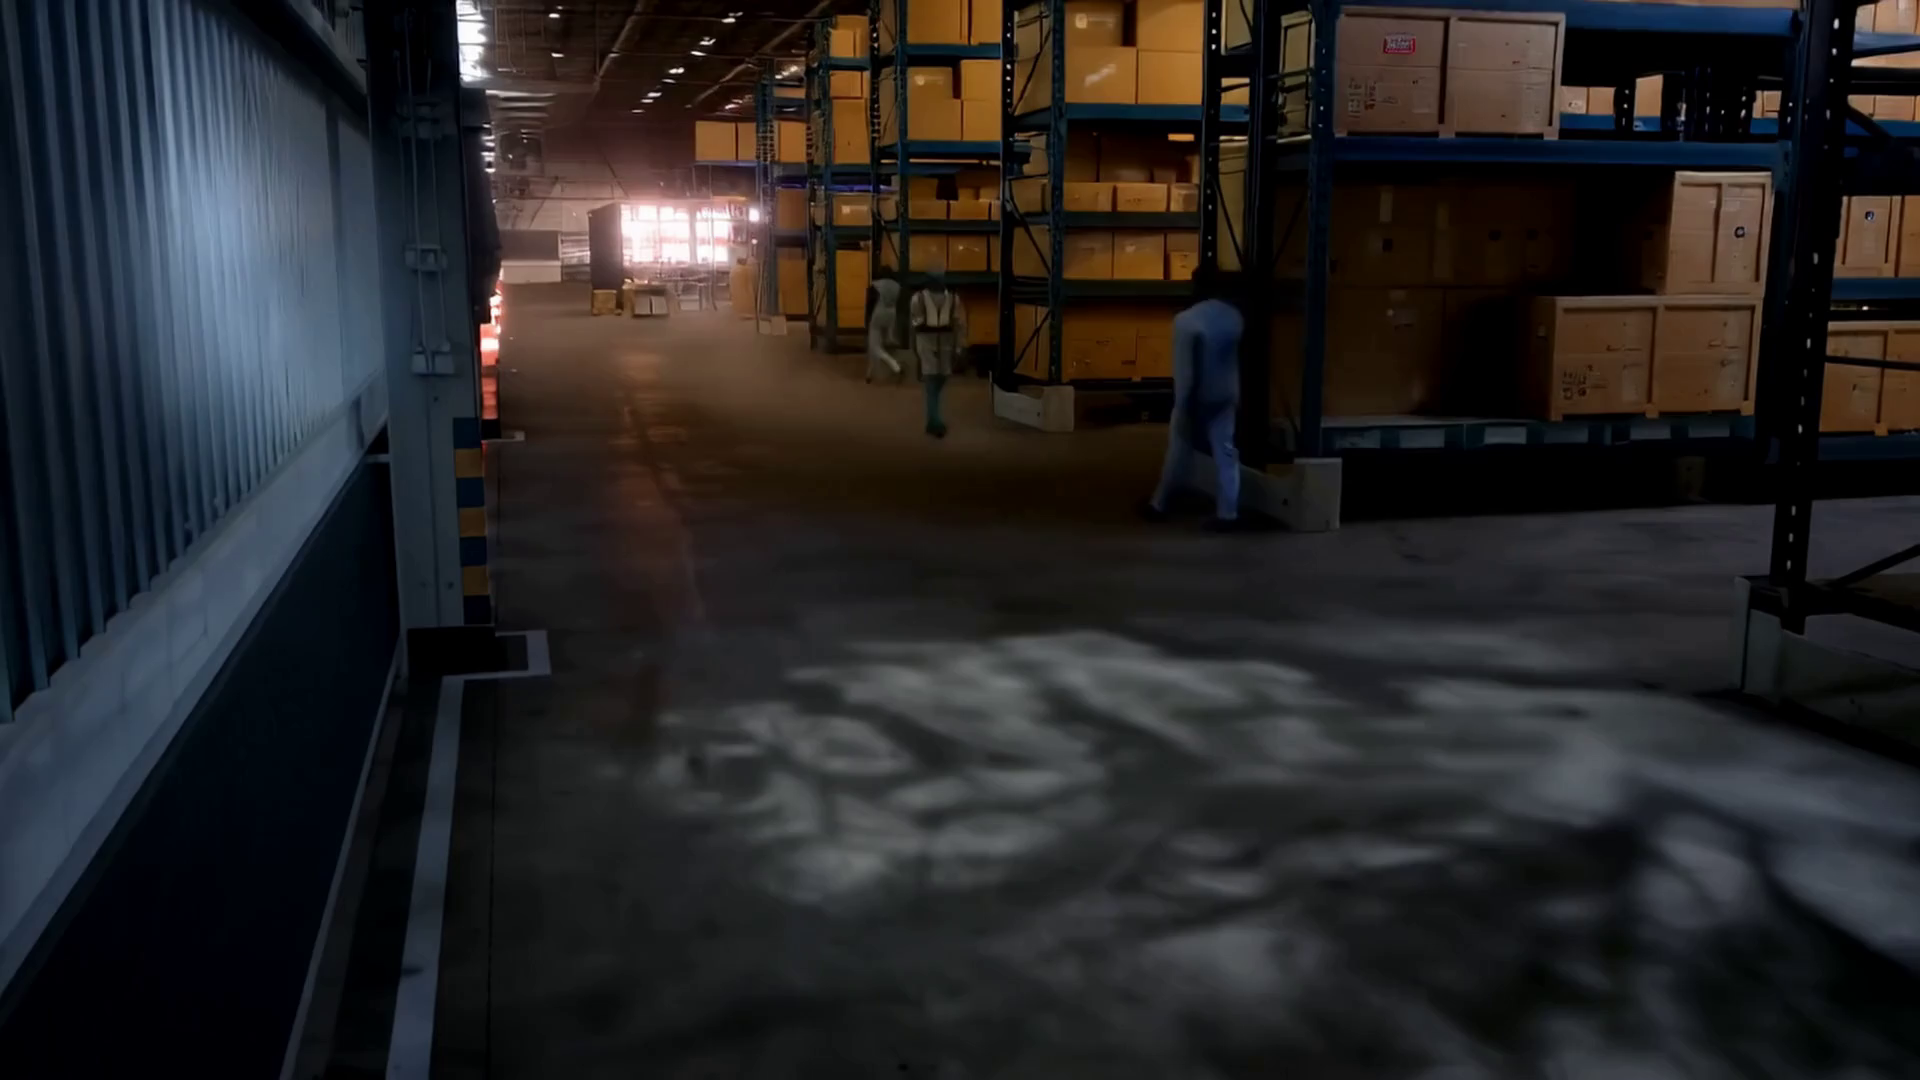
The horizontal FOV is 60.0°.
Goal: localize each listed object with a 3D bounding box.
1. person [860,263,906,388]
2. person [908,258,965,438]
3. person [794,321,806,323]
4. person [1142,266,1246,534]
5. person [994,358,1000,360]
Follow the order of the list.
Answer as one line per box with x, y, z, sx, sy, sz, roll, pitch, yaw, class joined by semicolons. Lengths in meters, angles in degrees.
-1.061;-3.046;23.683;0.789;1.793;0.655;8;13;39;person
-0.224;-2.020;17.604;0.573;1.888;0.962;-3;10;-16;person
-4.222;-6.716;44.141;0.617;1.922;0.895;4;11;23;person
1.731;-1.018;11.965;0.629;1.872;1.058;-4;11;-23;person
0.808;-3.842;28.386;0.646;1.731;0.581;-5;11;-25;person
